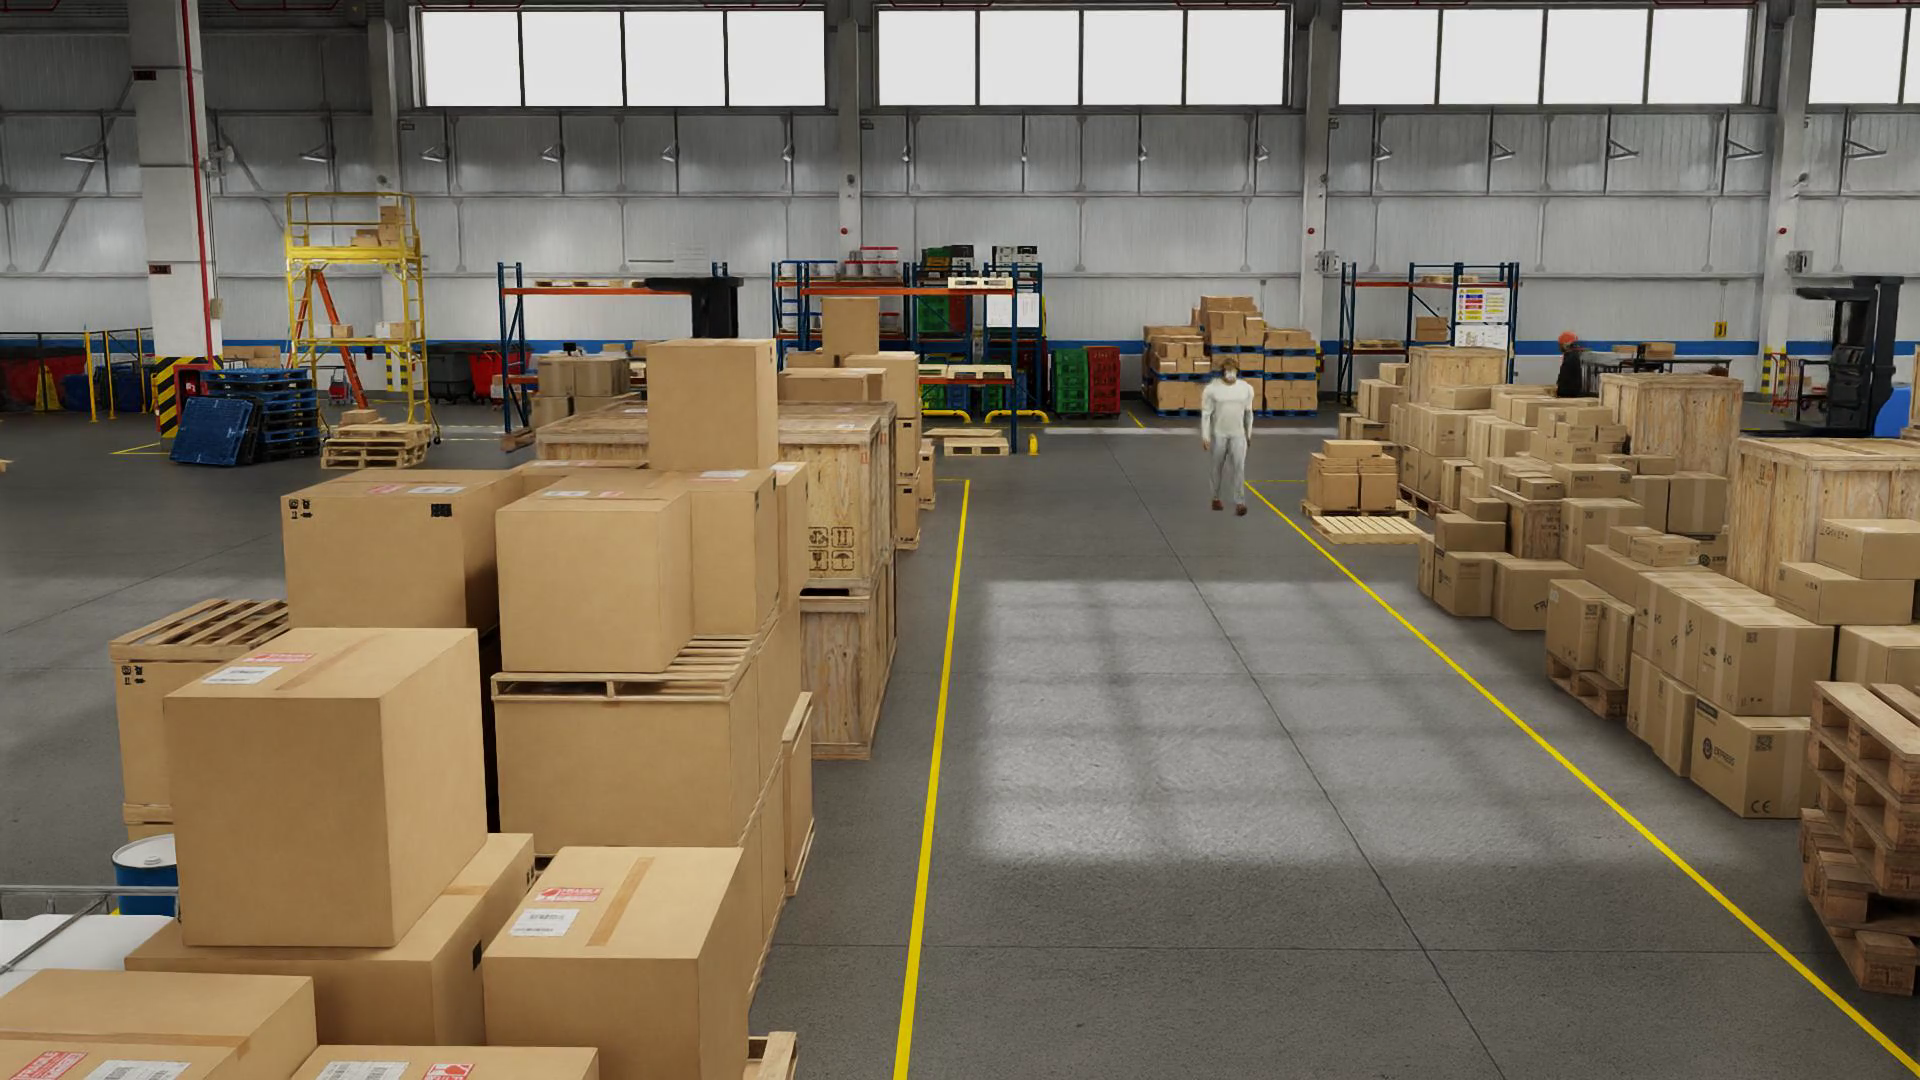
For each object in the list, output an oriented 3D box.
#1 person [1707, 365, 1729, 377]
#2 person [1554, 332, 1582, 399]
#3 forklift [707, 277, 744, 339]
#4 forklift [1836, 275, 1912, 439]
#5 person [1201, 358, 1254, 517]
[{"bbox_3d":[9.060,-1.226,20.215,0.703,1.803,0.470,8,12,39],"label":"person"},{"bbox_3d":[9.266,-2.236,25.771,0.933,1.955,0.653,4,10,24],"label":"person"},{"bbox_3d":[-3.378,-2.405,24.039,1.873,2.768,1.129,0,9,1],"label":"forklift"},{"bbox_3d":[14.445,-2.792,26.358,1.873,2.768,1.129,0,9,1],"label":"forklift"},{"bbox_3d":[3.225,-1.237,20.040,0.657,1.883,1.026,-1,9,-4],"label":"person"}]
